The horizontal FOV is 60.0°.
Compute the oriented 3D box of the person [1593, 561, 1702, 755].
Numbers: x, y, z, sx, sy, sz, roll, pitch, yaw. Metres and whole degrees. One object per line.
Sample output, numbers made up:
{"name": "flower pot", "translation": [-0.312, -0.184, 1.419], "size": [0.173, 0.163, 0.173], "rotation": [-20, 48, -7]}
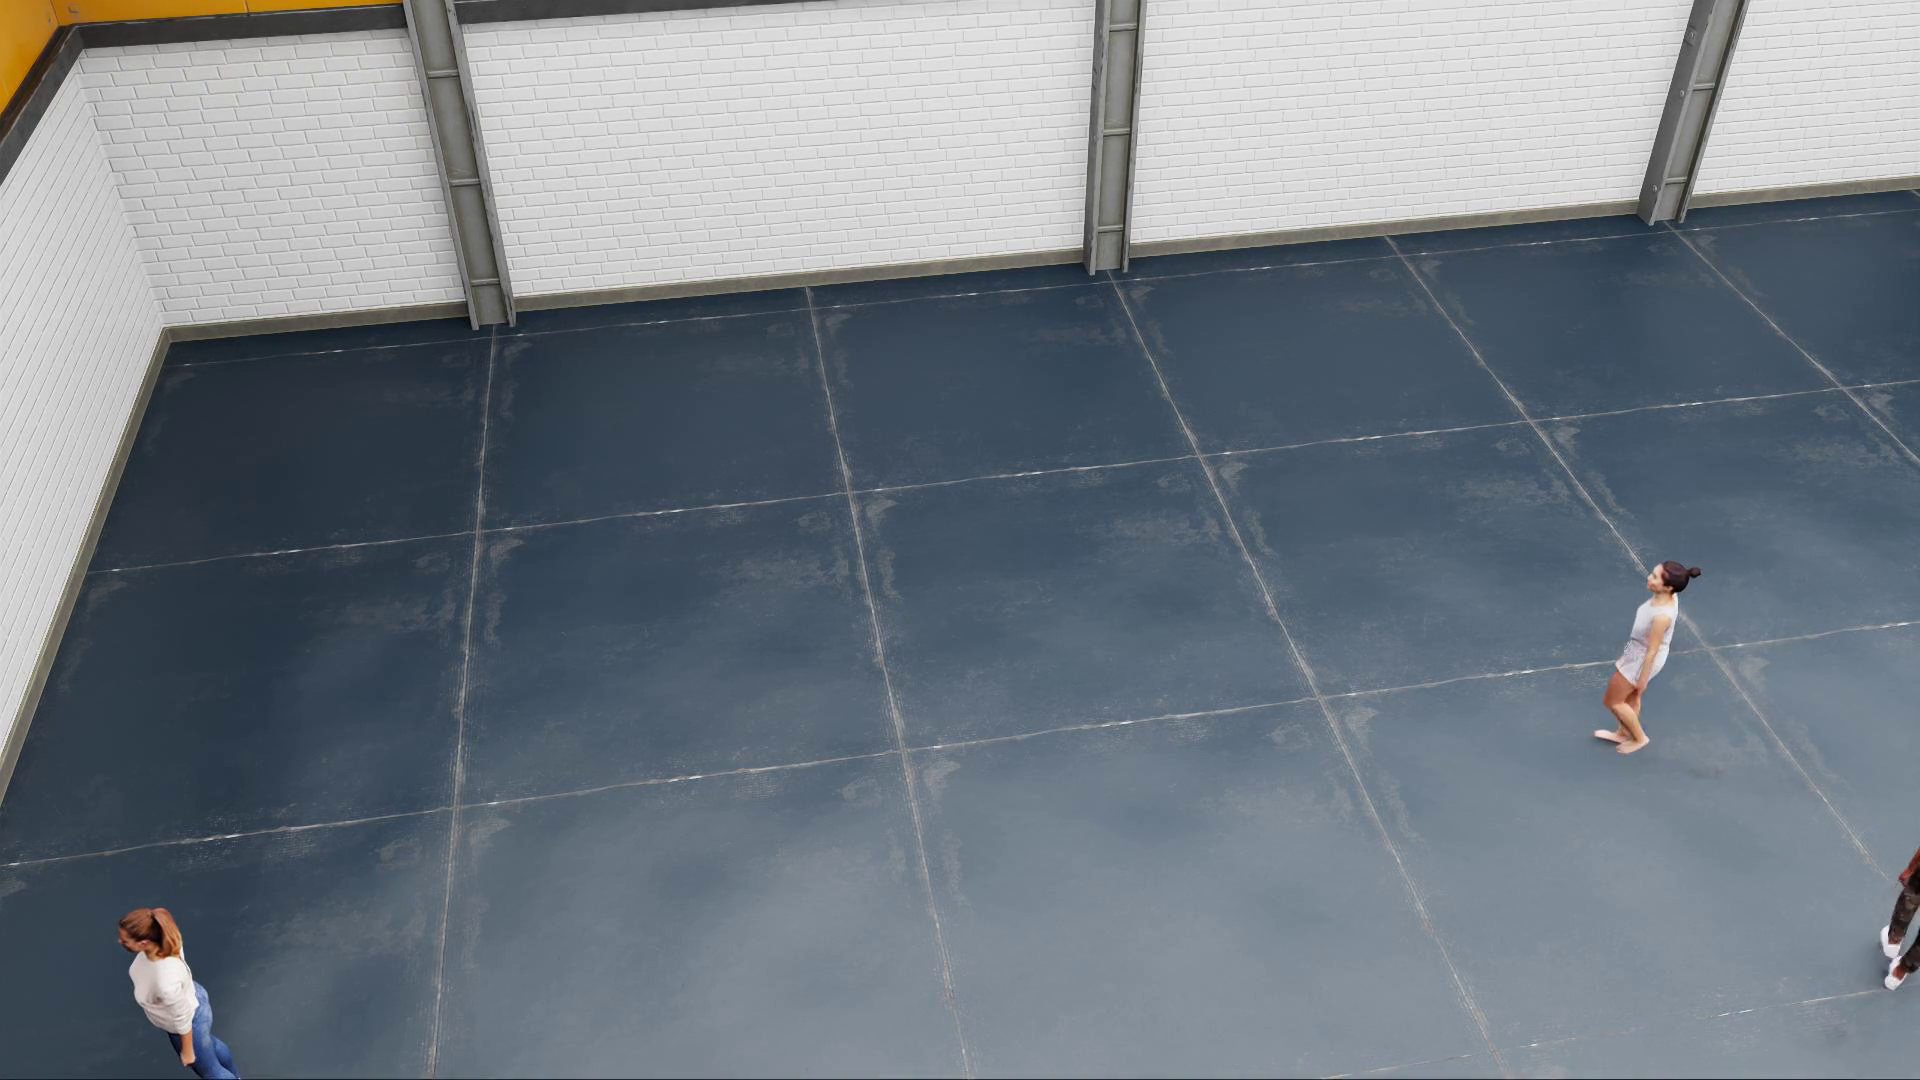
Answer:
{"name": "person", "translation": [4.594, 0.793, 10.977], "size": [0.729, 1.601, 0.678], "rotation": [16, 41, 19]}

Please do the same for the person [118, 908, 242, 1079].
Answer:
{"name": "person", "translation": [-4.057, 2.508, 8.735], "size": [0.626, 1.719, 0.667], "rotation": [-17, 42, -21]}

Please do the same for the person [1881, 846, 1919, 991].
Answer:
{"name": "person", "translation": [5.584, 1.981, 9.420], "size": [0.778, 1.687, 0.838], "rotation": [23, 44, 26]}
